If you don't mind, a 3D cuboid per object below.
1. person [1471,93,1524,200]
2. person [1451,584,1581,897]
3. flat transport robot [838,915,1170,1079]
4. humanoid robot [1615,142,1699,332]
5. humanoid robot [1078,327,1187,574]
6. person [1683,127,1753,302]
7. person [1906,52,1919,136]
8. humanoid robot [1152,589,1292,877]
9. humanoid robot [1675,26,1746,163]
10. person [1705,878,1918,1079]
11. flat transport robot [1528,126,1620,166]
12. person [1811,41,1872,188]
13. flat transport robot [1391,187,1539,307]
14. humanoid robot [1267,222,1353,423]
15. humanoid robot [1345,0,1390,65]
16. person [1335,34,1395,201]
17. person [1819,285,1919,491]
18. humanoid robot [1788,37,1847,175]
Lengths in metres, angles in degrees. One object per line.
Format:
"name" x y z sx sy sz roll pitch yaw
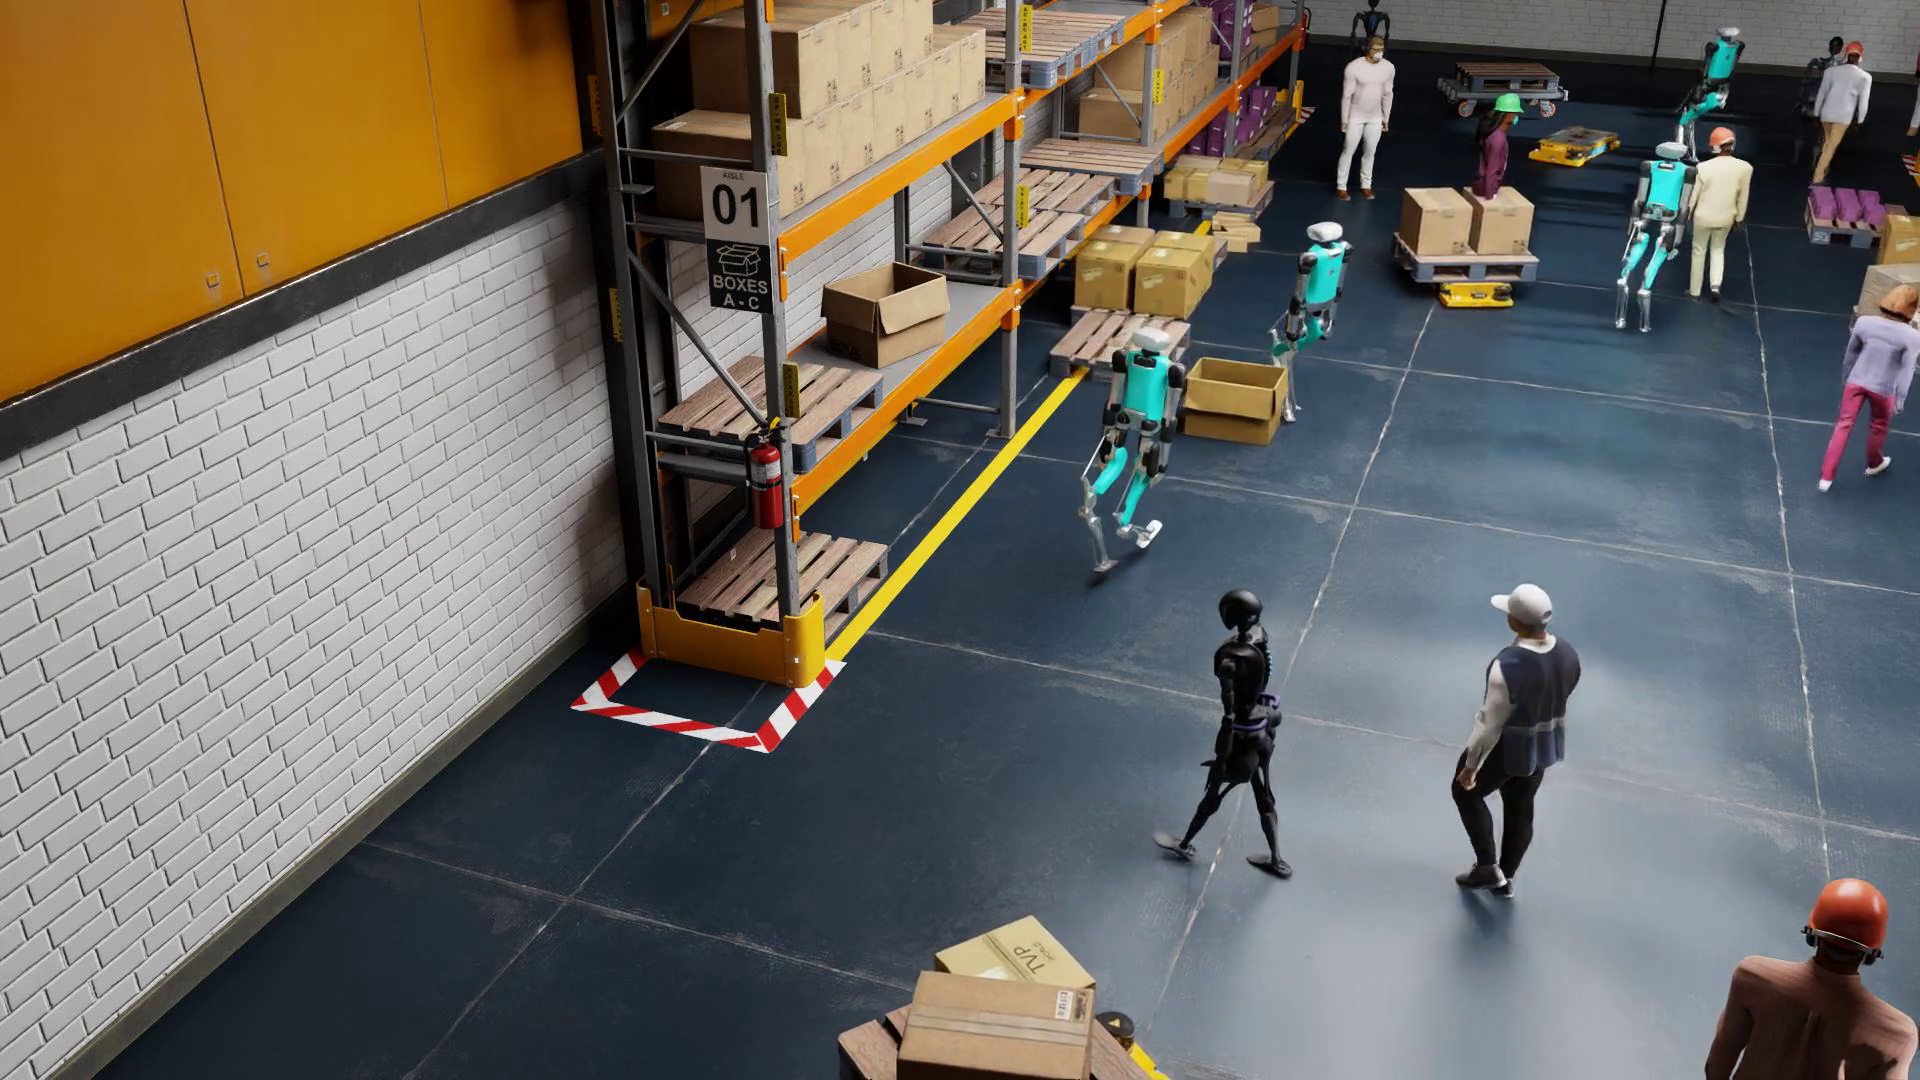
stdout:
"person" 5.329 -3.509 16.742 0.443 1.935 0.523 5 28 11
"person" 2.738 1.008 8.186 0.732 1.741 0.484 -12 30 -22
"flat transport robot" 0.262 2.479 6.943 1.431 0.231 0.659 -15 31 -27
"humanoid robot" 6.394 -2.768 15.530 0.553 1.768 0.812 24 36 39
"humanoid robot" 1.111 -0.525 11.165 0.551 1.718 1.025 17 32 29
"person" 7.385 -3.173 16.314 0.577 1.720 0.417 1 27 2
"person" 13.179 -6.314 22.297 0.652 1.833 0.432 12 30 23
"humanoid robot" 1.379 0.959 8.379 0.719 1.624 0.613 14 30 25
"humanoid robot" 9.406 -5.639 21.100 0.530 1.774 0.775 -9 28 -16
"person" 2.961 2.044 5.919 0.610 1.986 0.402 22 35 36
"flat transport robot" 8.048 -5.150 21.741 0.659 0.231 1.431 21 34 35
"person" 10.665 -5.140 20.136 0.671 1.712 0.580 -18 32 -31
"flat transport robot" 5.097 -2.685 16.958 0.659 0.231 1.431 -1 27 -1
"humanoid robot" 2.730 -1.779 13.623 0.586 1.802 0.821 -19 33 -32
"humanoid robot" 5.825 -6.992 23.811 0.584 1.631 0.740 0 27 0
"person" 4.770 -4.971 19.588 0.633 1.932 0.366 -4 28 -9
"person" 6.906 -1.158 12.557 0.835 1.580 0.530 -22 35 -36
"humanoid robot" 10.706 -5.422 20.749 0.596 1.636 0.449 15 31 26
